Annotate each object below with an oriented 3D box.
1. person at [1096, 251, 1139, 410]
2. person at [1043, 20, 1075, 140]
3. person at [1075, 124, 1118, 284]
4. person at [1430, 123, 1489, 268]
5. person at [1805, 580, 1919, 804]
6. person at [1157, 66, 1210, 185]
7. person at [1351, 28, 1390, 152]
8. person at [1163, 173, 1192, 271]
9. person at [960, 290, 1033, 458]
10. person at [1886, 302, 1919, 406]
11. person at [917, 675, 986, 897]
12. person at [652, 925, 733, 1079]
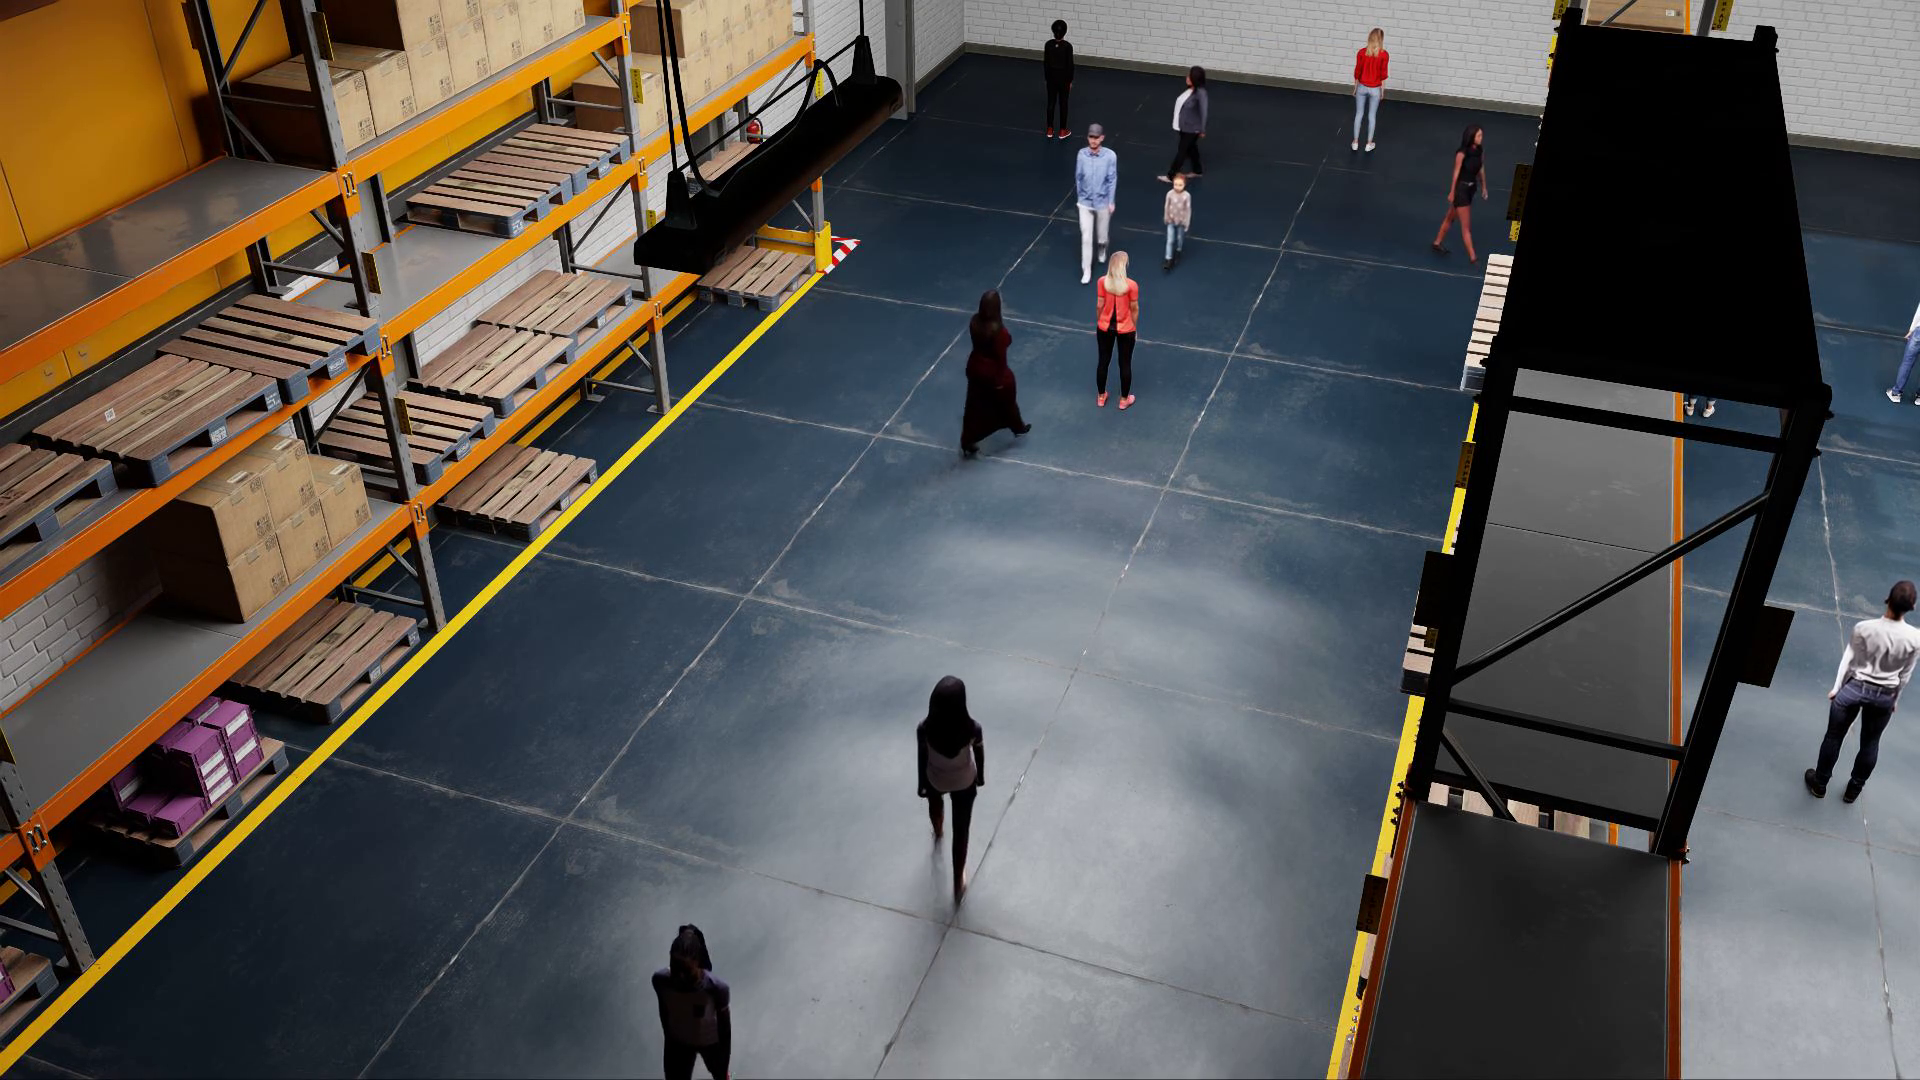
[{"bbox_3d":[1.593,-2.144,16.977,0.587,1.693,0.525,13,36,18],"label":"person"},{"bbox_3d":[1.399,-6.555,23.629,0.588,1.675,0.519,13,36,18],"label":"person"},{"bbox_3d":[1.612,-4.009,19.618,0.735,1.874,1.024,7,34,11],"label":"person"},{"bbox_3d":[5.984,-4.181,20.038,1.132,1.697,1.030,-26,41,-33],"label":"person"},{"bbox_3d":[6.515,1.098,11.942,0.608,1.867,0.574,13,36,18],"label":"person"},{"bbox_3d":[3.142,-5.521,22.174,1.033,1.564,1.025,-8,35,-12],"label":"person"},{"bbox_3d":[5.701,-6.284,23.196,0.613,1.703,0.505,13,36,18],"label":"person"},{"bbox_3d":[2.626,-3.861,20.034,0.511,1.168,0.800,9,35,14],"label":"person"},{"bbox_3d":[0.206,-1.564,16.085,1.163,1.715,0.988,-26,42,-33],"label":"person"},{"bbox_3d":[9.942,-2.128,17.077,0.530,1.556,0.509,13,36,18],"label":"person"},{"bbox_3d":[-0.060,1.678,11.254,0.825,1.662,1.104,1,34,1],"label":"person"},{"bbox_3d":[-1.458,2.821,9.523,0.786,1.676,1.211,4,34,6],"label":"person"}]
